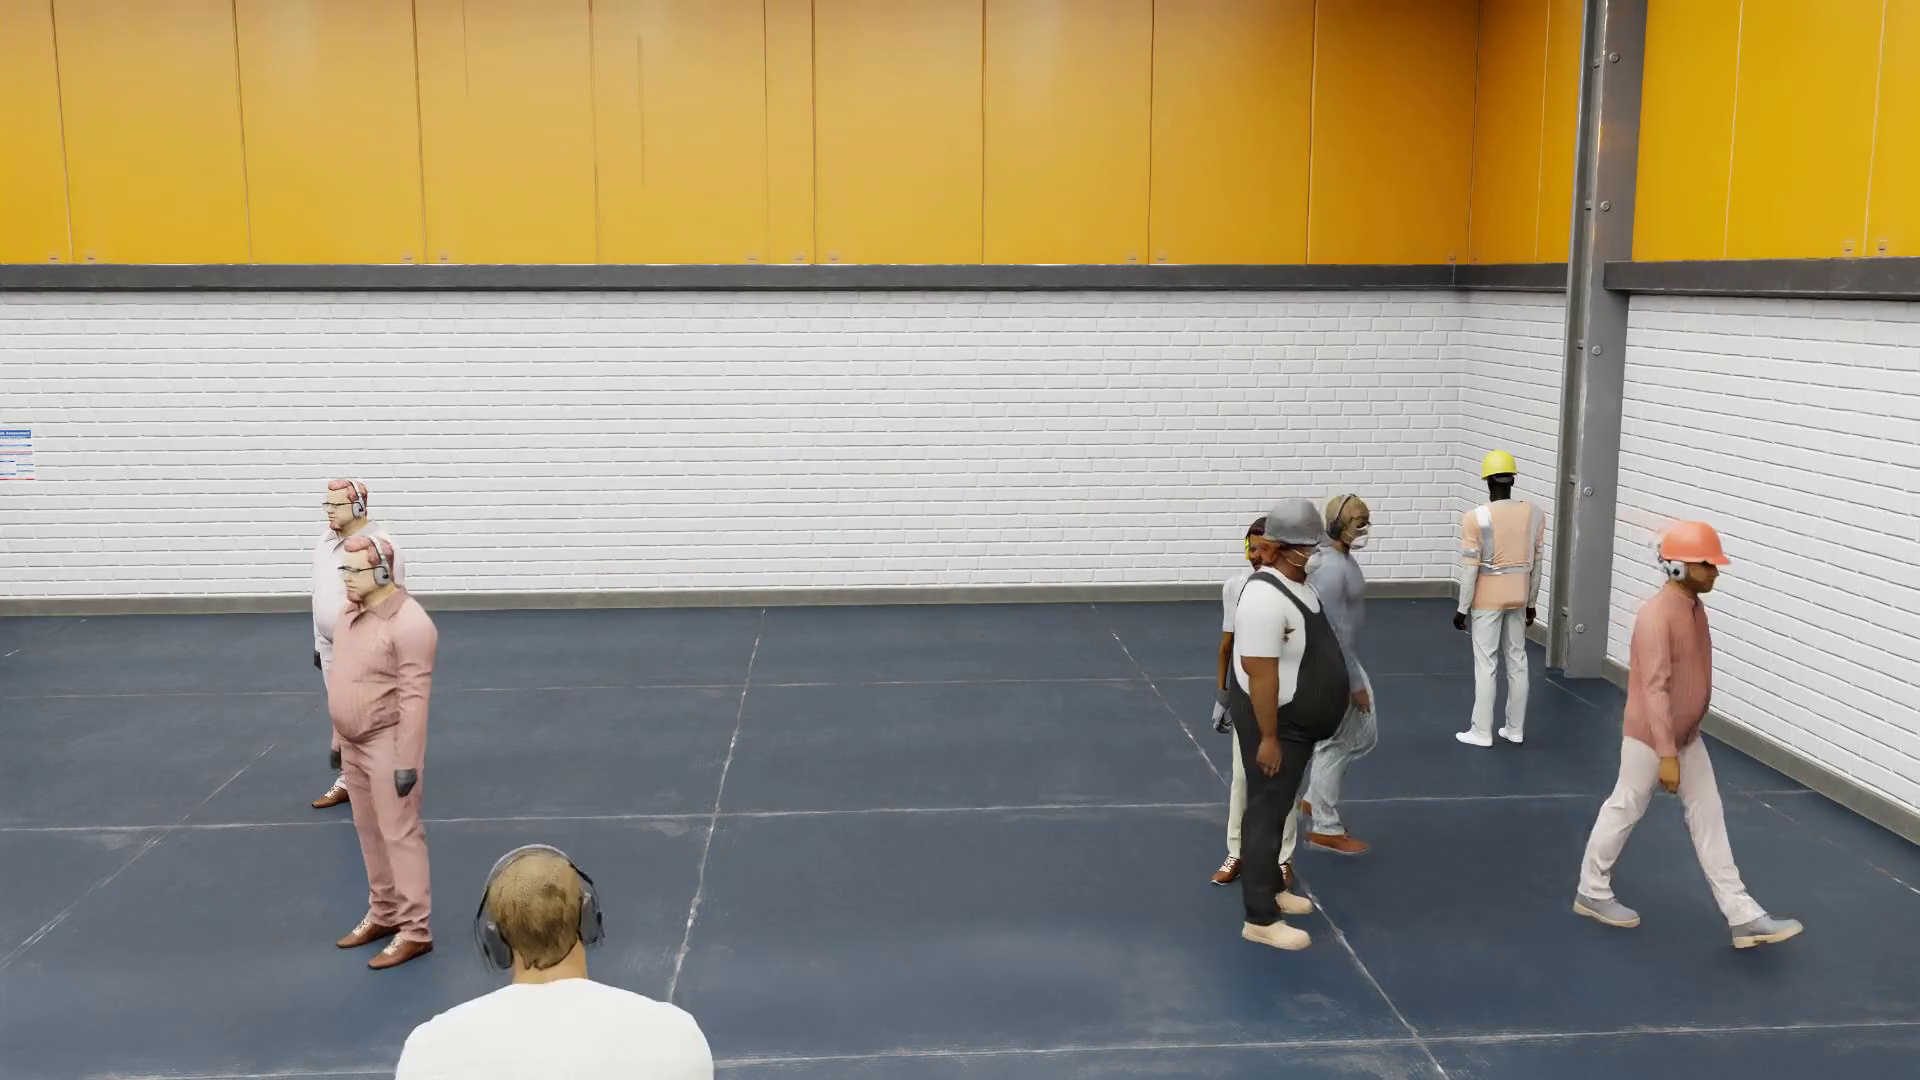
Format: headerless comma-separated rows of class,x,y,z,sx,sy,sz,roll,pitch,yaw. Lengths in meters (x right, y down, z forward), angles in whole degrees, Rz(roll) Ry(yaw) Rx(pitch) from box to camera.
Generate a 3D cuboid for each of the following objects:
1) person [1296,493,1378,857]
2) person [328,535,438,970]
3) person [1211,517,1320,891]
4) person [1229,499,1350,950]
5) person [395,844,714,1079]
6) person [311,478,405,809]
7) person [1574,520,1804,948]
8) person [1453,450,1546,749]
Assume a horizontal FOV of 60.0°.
person,1.991,0.704,8.664,0.458,1.918,0.635,4,10,24
person,-2.589,0.916,7.404,0.642,1.902,0.407,8,12,40
person,1.502,0.805,8.196,0.535,1.869,0.314,4,10,26
person,1.513,0.808,7.642,0.536,2.000,0.693,3,10,20
person,-0.777,1.572,3.290,0.651,1.893,0.622,-1,9,-6
person,-3.419,0.599,9.374,0.643,1.909,0.410,5,10,28
person,3.268,0.882,7.487,1.025,1.936,0.643,9,13,44
person,3.448,0.384,10.689,0.584,1.917,0.381,-2,9,-15
